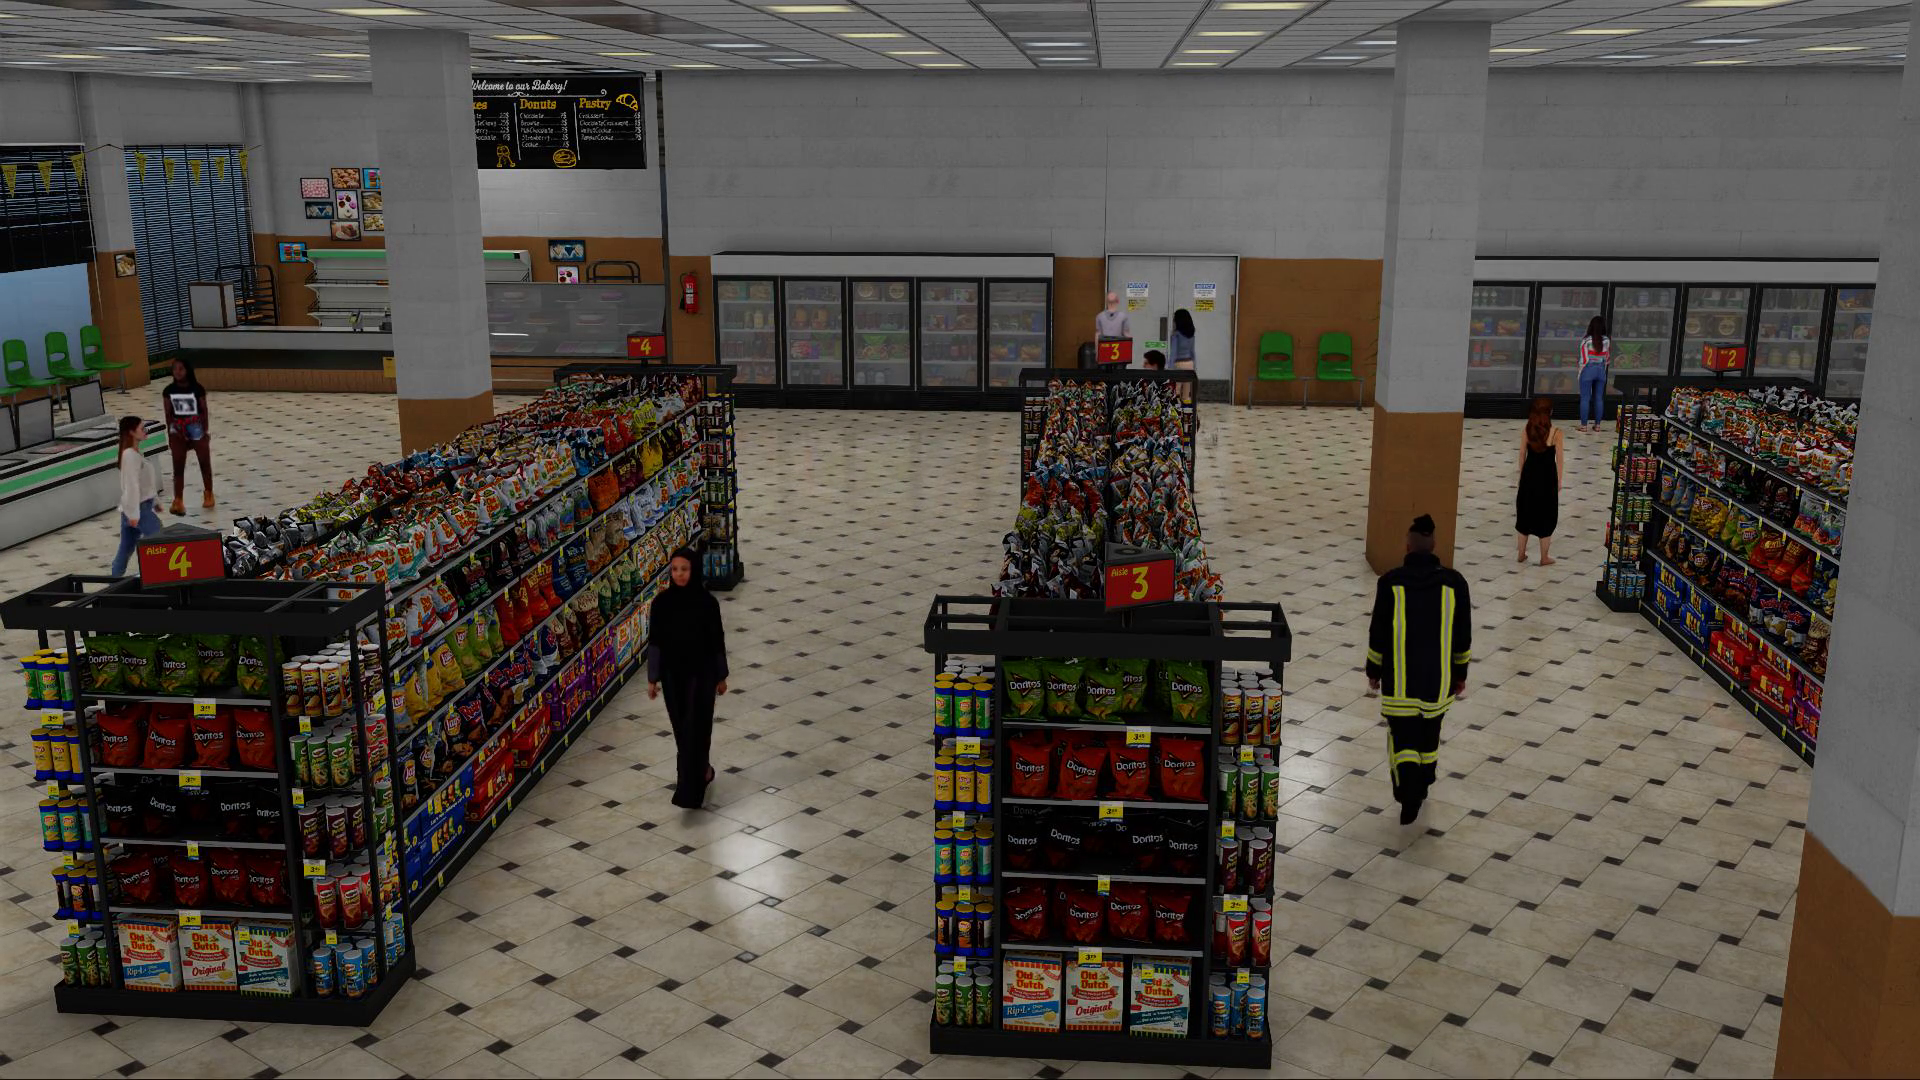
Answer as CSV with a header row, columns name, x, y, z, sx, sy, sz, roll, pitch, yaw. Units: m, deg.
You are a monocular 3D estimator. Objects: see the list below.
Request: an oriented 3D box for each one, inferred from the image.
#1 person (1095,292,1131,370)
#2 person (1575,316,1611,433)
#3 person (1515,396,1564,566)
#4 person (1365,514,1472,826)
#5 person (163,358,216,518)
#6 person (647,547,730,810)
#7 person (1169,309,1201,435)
name,x,y,z,sx,sy,sz,roll,pitch,yaw
person,2.224,-2.716,24.345,0.704,1.837,0.627,3,14,13
person,8.837,-2.323,23.196,0.623,1.614,0.567,-1,14,-5
person,5.556,-0.577,15.976,0.668,1.624,0.706,10,17,35
person,2.731,0.794,9.894,0.775,1.828,1.074,1,14,3
person,-8.334,-1.110,18.069,0.843,1.675,1.242,-2,14,-10
person,-1.646,0.815,10.278,0.695,1.605,1.069,3,14,11
person,3.061,-2.234,22.514,0.862,1.763,0.947,-8,16,-30
